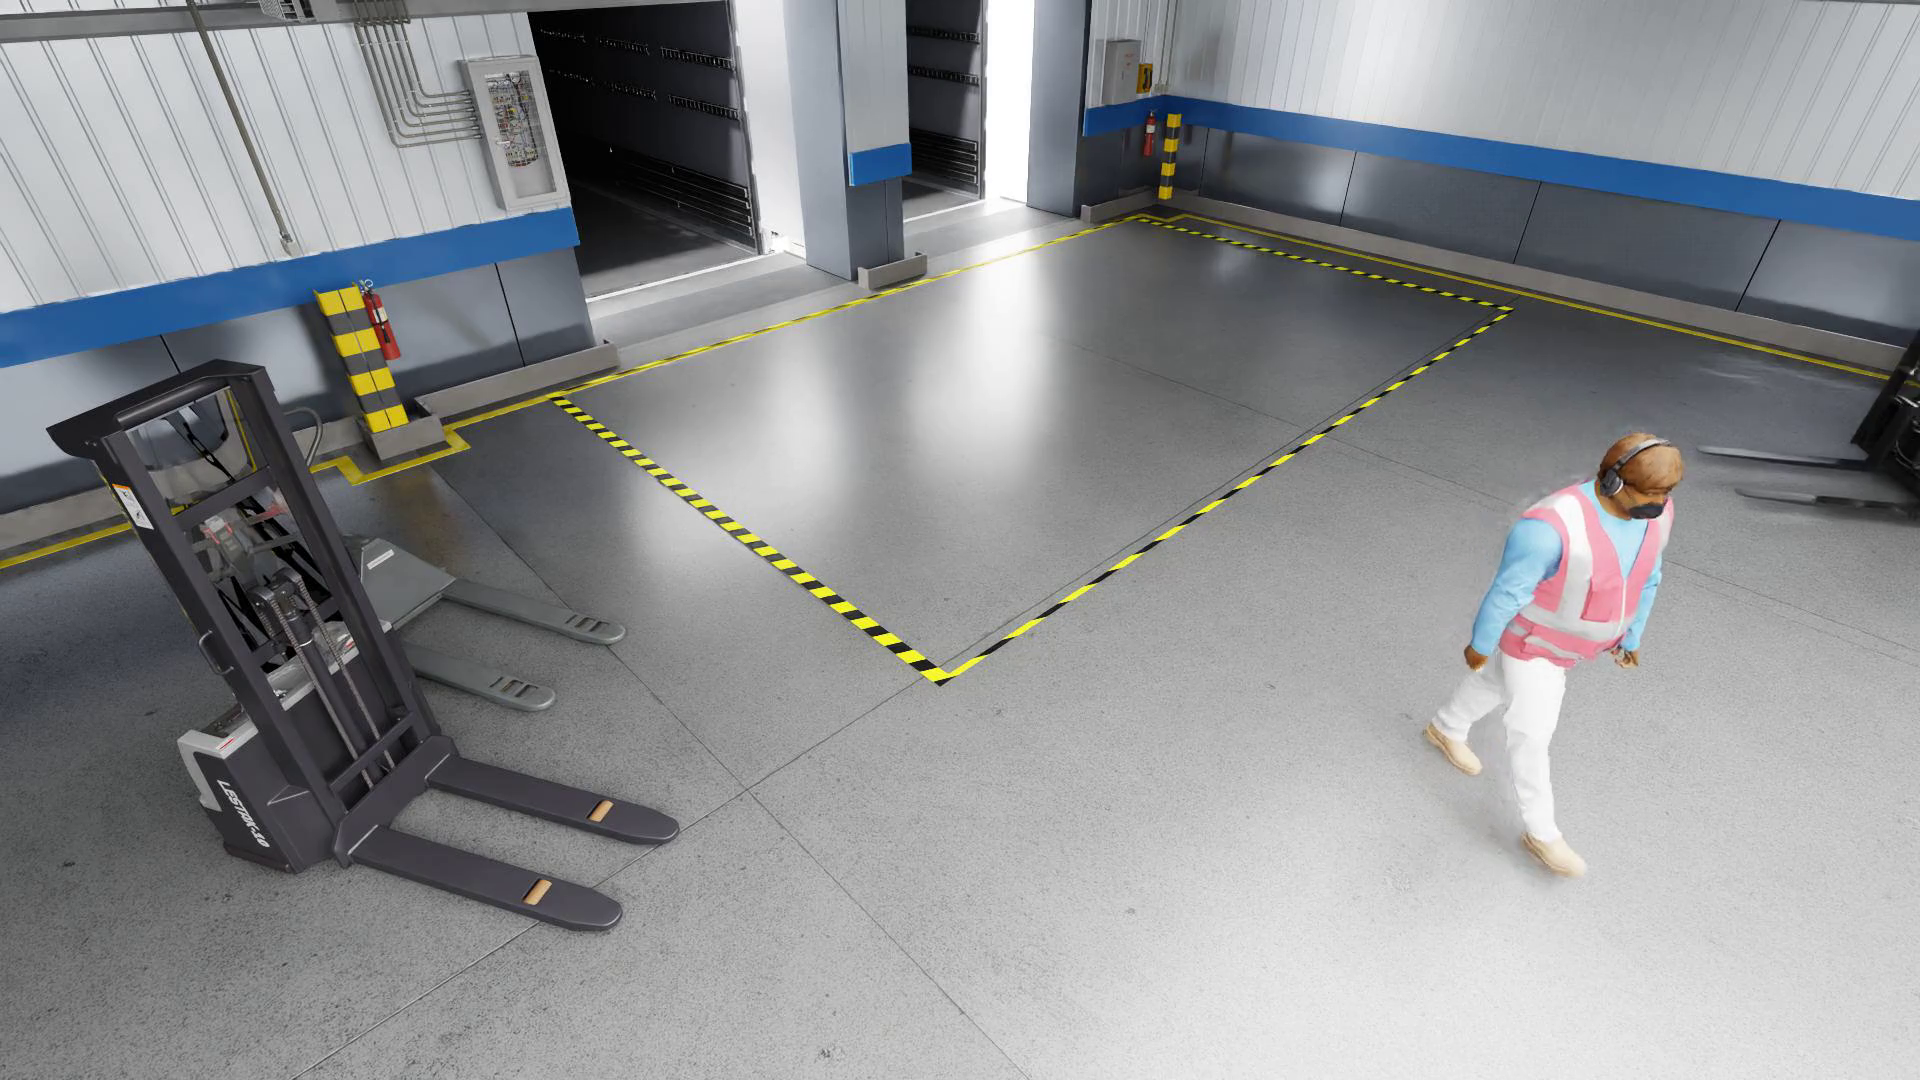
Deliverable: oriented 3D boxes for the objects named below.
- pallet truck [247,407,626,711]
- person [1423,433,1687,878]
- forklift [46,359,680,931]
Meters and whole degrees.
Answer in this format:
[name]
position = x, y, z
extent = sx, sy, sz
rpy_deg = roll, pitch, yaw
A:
[pallet truck]
position = -2.628, 0.038, 4.590
extent = 1.601, 1.201, 0.680
rpy_deg = 12, 36, 18
[person]
position = 2.367, 0.424, 3.523
extent = 0.652, 1.797, 0.905
rpy_deg = -12, 36, -17
[forklift]
position = -2.135, 0.422, 3.354
extent = 1.885, 1.965, 0.823
rpy_deg = 10, 35, 14
